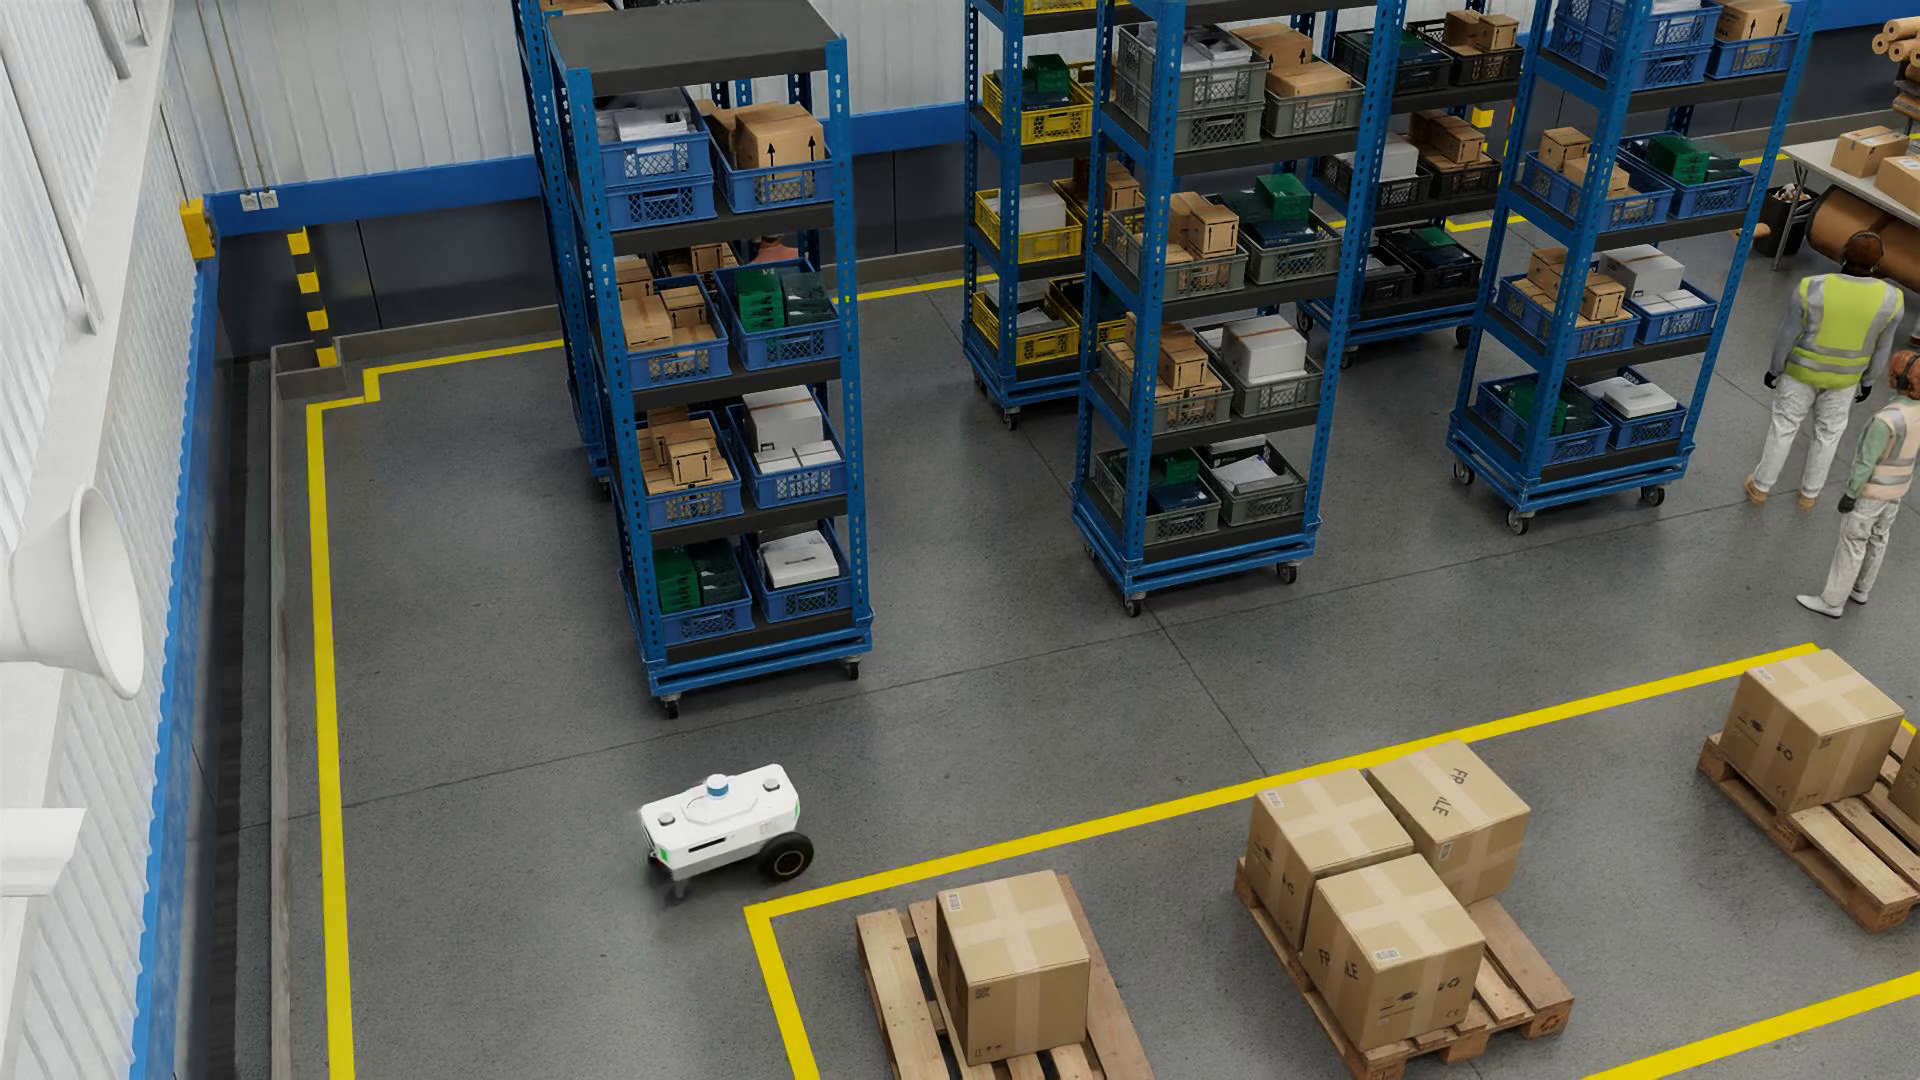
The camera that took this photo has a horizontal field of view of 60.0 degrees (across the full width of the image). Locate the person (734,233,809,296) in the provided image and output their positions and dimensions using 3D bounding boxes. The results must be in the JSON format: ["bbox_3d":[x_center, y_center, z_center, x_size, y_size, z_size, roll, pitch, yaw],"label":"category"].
[{"bbox_3d":[-1.136,-1.176,10.230,0.625,1.981,0.412,-29,44,-34],"label":"person"}]

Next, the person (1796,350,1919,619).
[{"bbox_3d":[5.114,-0.300,9.286,0.520,1.632,0.315,-22,41,-28],"label":"person"}]

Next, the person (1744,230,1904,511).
[{"bbox_3d":[5.246,-1.022,10.127,0.635,1.842,0.429,10,36,14],"label":"person"}]

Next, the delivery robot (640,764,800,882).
[{"bbox_3d":[-1.128,1.313,7.847,0.707,0.478,0.477,-16,38,-21],"label":"delivery robot"}]

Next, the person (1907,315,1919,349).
[{"bbox_3d":[7.133,-2.116,11.608,0.371,1.930,0.629,5,35,6],"label":"person"}]
